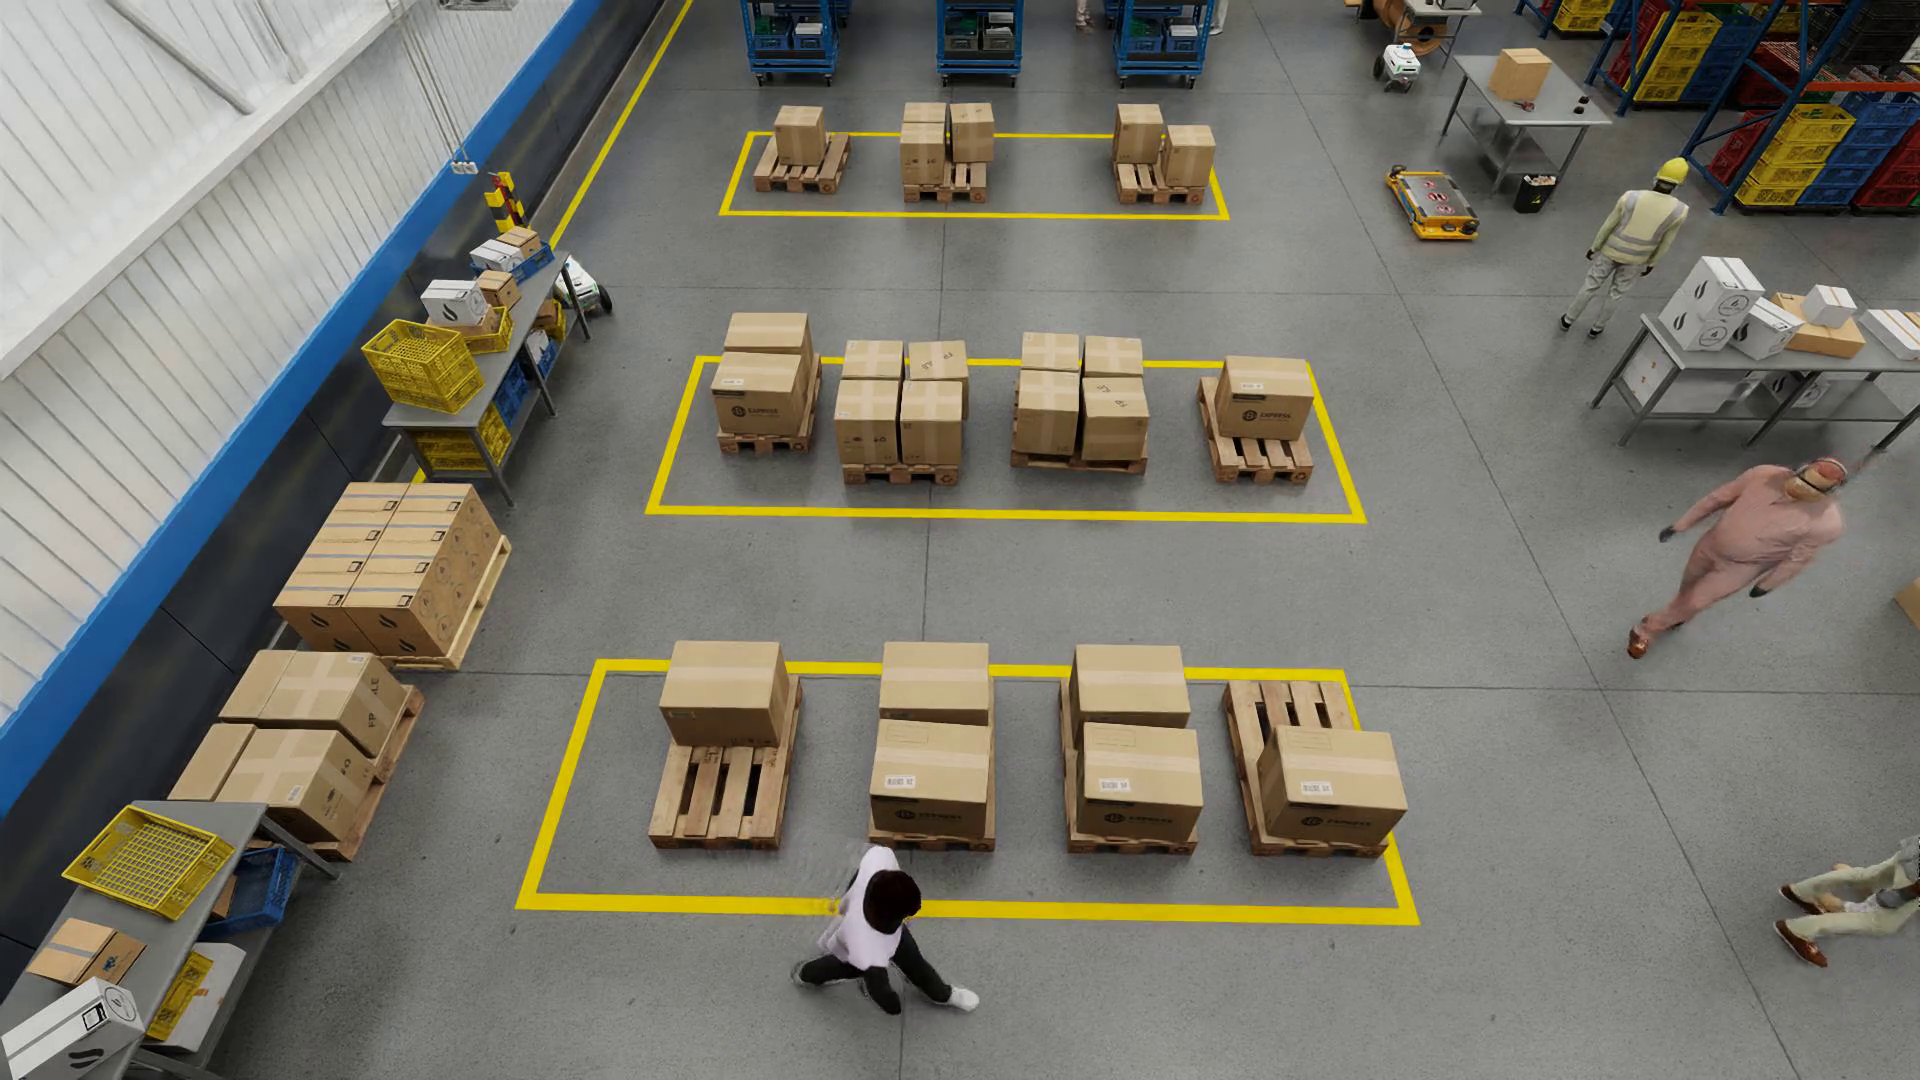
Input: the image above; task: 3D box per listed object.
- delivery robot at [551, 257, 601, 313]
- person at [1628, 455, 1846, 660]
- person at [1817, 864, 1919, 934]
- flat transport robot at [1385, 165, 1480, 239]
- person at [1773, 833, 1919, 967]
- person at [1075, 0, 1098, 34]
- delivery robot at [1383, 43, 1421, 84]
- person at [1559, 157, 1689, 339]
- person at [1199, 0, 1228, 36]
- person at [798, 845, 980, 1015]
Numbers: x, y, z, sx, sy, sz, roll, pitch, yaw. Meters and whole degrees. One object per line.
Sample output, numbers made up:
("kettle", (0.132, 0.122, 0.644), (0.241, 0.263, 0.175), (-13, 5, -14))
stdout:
("delivery robot", (-4.094, -2.714, 9.618), (0.477, 0.478, 0.707), (-33, 57, -25))
("person", (5.336, 0.094, 6.377), (0.634, 1.877, 0.696), (-11, 50, -10))
("person", (5.561, 1.660, 5.056), (0.619, 1.836, 0.430), (-31, 56, -24))
("flat transport robot", (5.692, -4.094, 11.059), (0.652, 0.197, 1.431), (1, 49, 1))
("person", (5.238, 1.786, 4.939), (0.560, 1.846, 0.429), (-36, 58, -27))
("person", (2.050, -8.967, 14.149), (0.392, 1.988, 0.609), (18, 51, 15))
("delivery robot", (6.387, -6.916, 13.255), (0.477, 0.478, 0.707), (2, 49, 1))
("person", (6.484, -2.813, 8.926), (0.600, 1.827, 0.404), (26, 54, 21))
("person", (4.069, -8.744, 14.186), (0.315, 1.636, 0.515), (-14, 51, -12))
("person", (-0.454, 2.069, 4.705), (1.088, 1.833, 0.593), (7, 50, 6))
